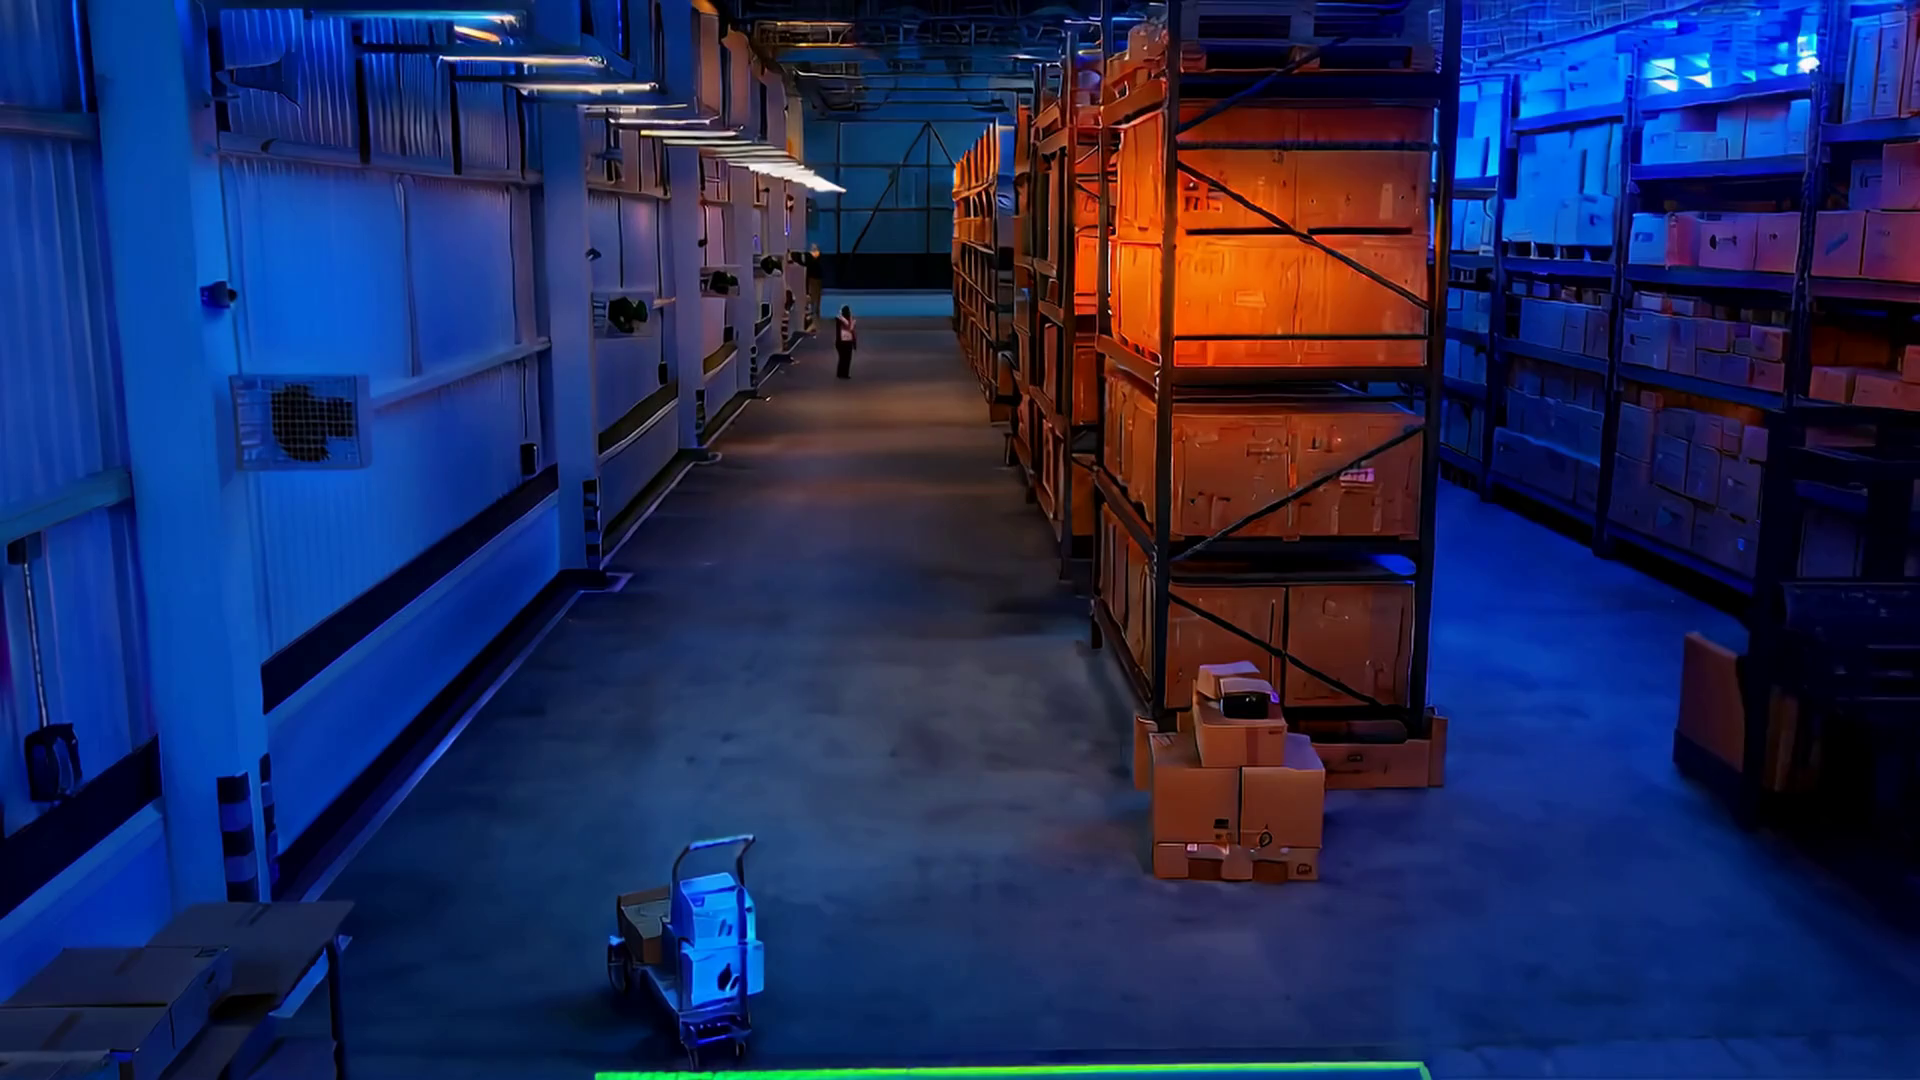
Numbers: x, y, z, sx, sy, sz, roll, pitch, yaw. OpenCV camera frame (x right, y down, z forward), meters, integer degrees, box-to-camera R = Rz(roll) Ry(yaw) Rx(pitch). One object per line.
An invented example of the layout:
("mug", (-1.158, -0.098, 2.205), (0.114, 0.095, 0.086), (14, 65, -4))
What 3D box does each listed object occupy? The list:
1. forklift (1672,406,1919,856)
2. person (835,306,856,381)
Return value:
("forklift", (5.852, 0.490, 11.298), (1.129, 2.768, 1.873), (0, 11, -2))
("person", (-2.961, -5.044, 42.643), (0.407, 1.906, 0.615), (8, 14, 37))
